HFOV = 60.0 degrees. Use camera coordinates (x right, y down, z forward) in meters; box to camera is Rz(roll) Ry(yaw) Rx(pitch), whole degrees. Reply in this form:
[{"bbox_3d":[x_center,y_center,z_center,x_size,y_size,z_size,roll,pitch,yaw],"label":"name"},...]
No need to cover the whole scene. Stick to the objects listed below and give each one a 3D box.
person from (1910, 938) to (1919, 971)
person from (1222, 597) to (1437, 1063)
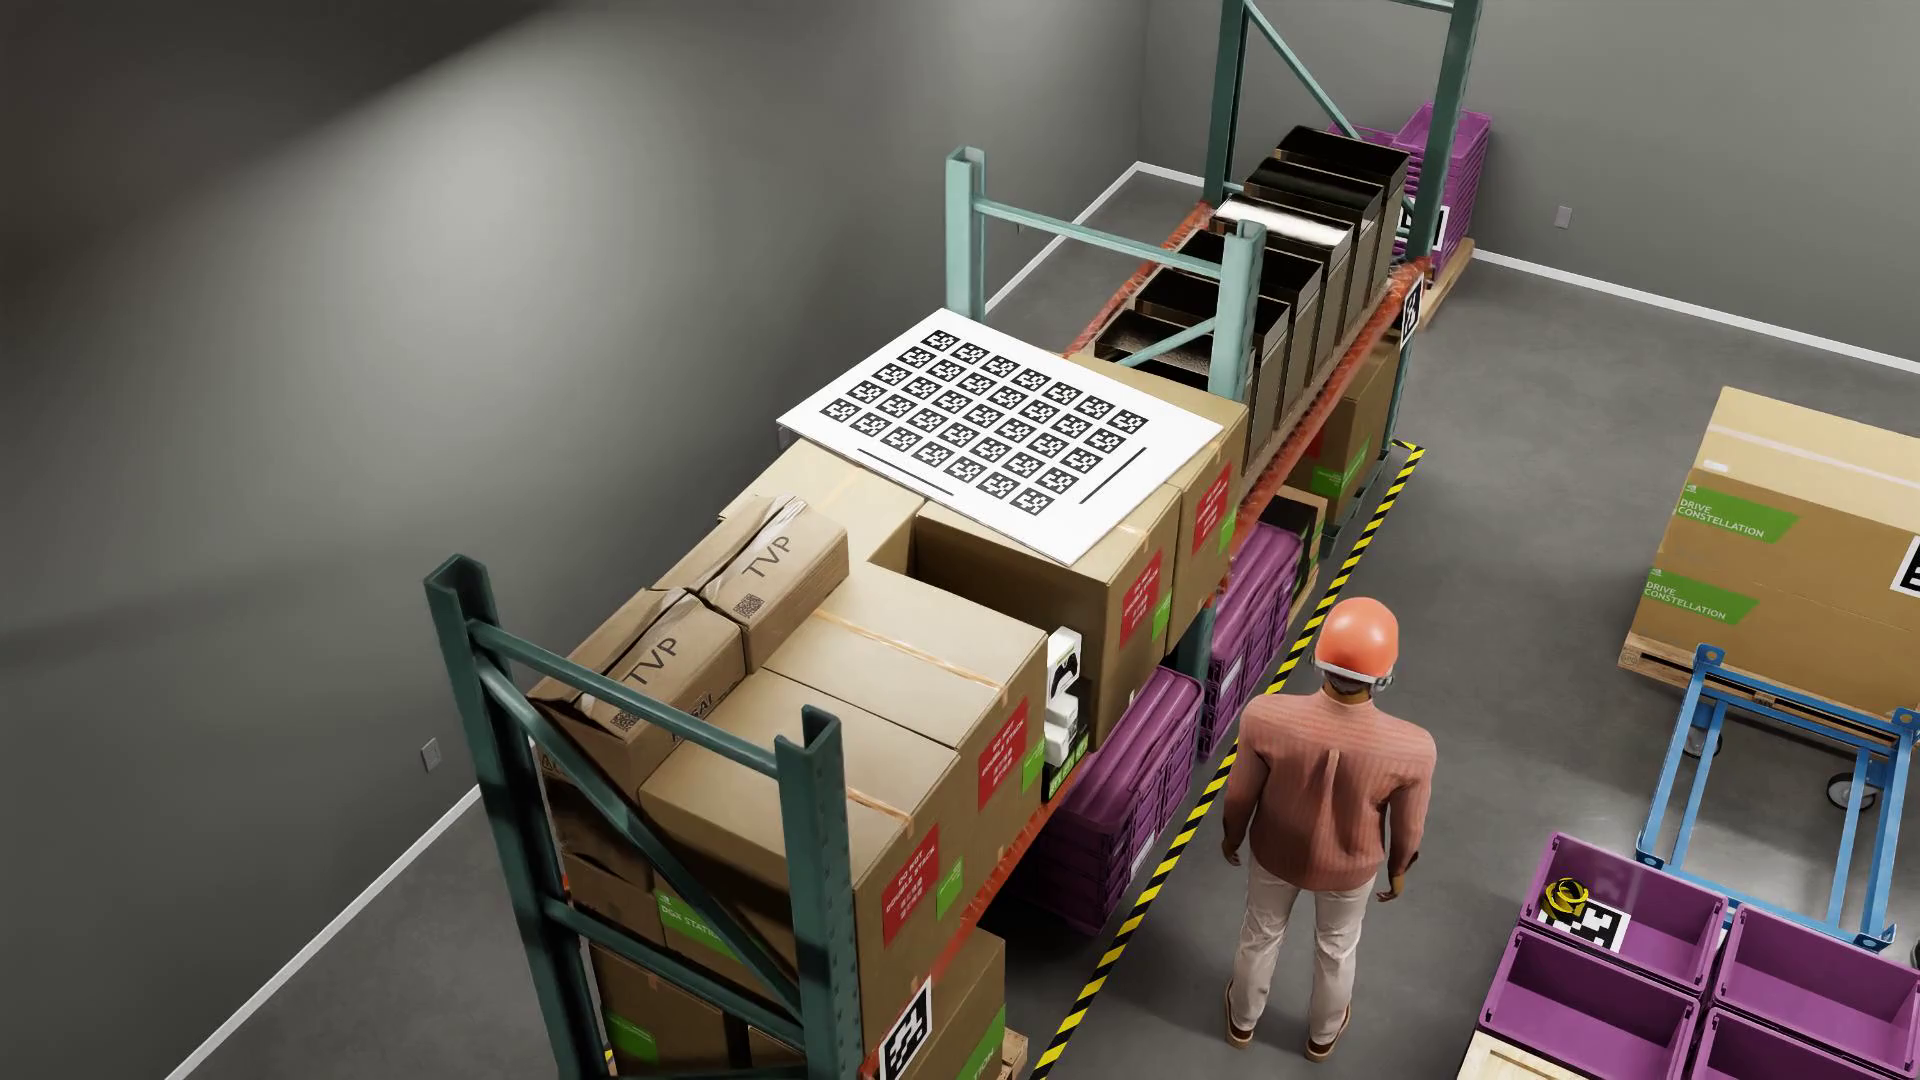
[{"bbox_3d":[3.701,0.939,5.558,0.592,1.833,0.404,24,46,26],"label":"person"},{"bbox_3d":[1.158,0.977,5.391,0.622,1.990,0.397,10,41,12],"label":"person"}]
